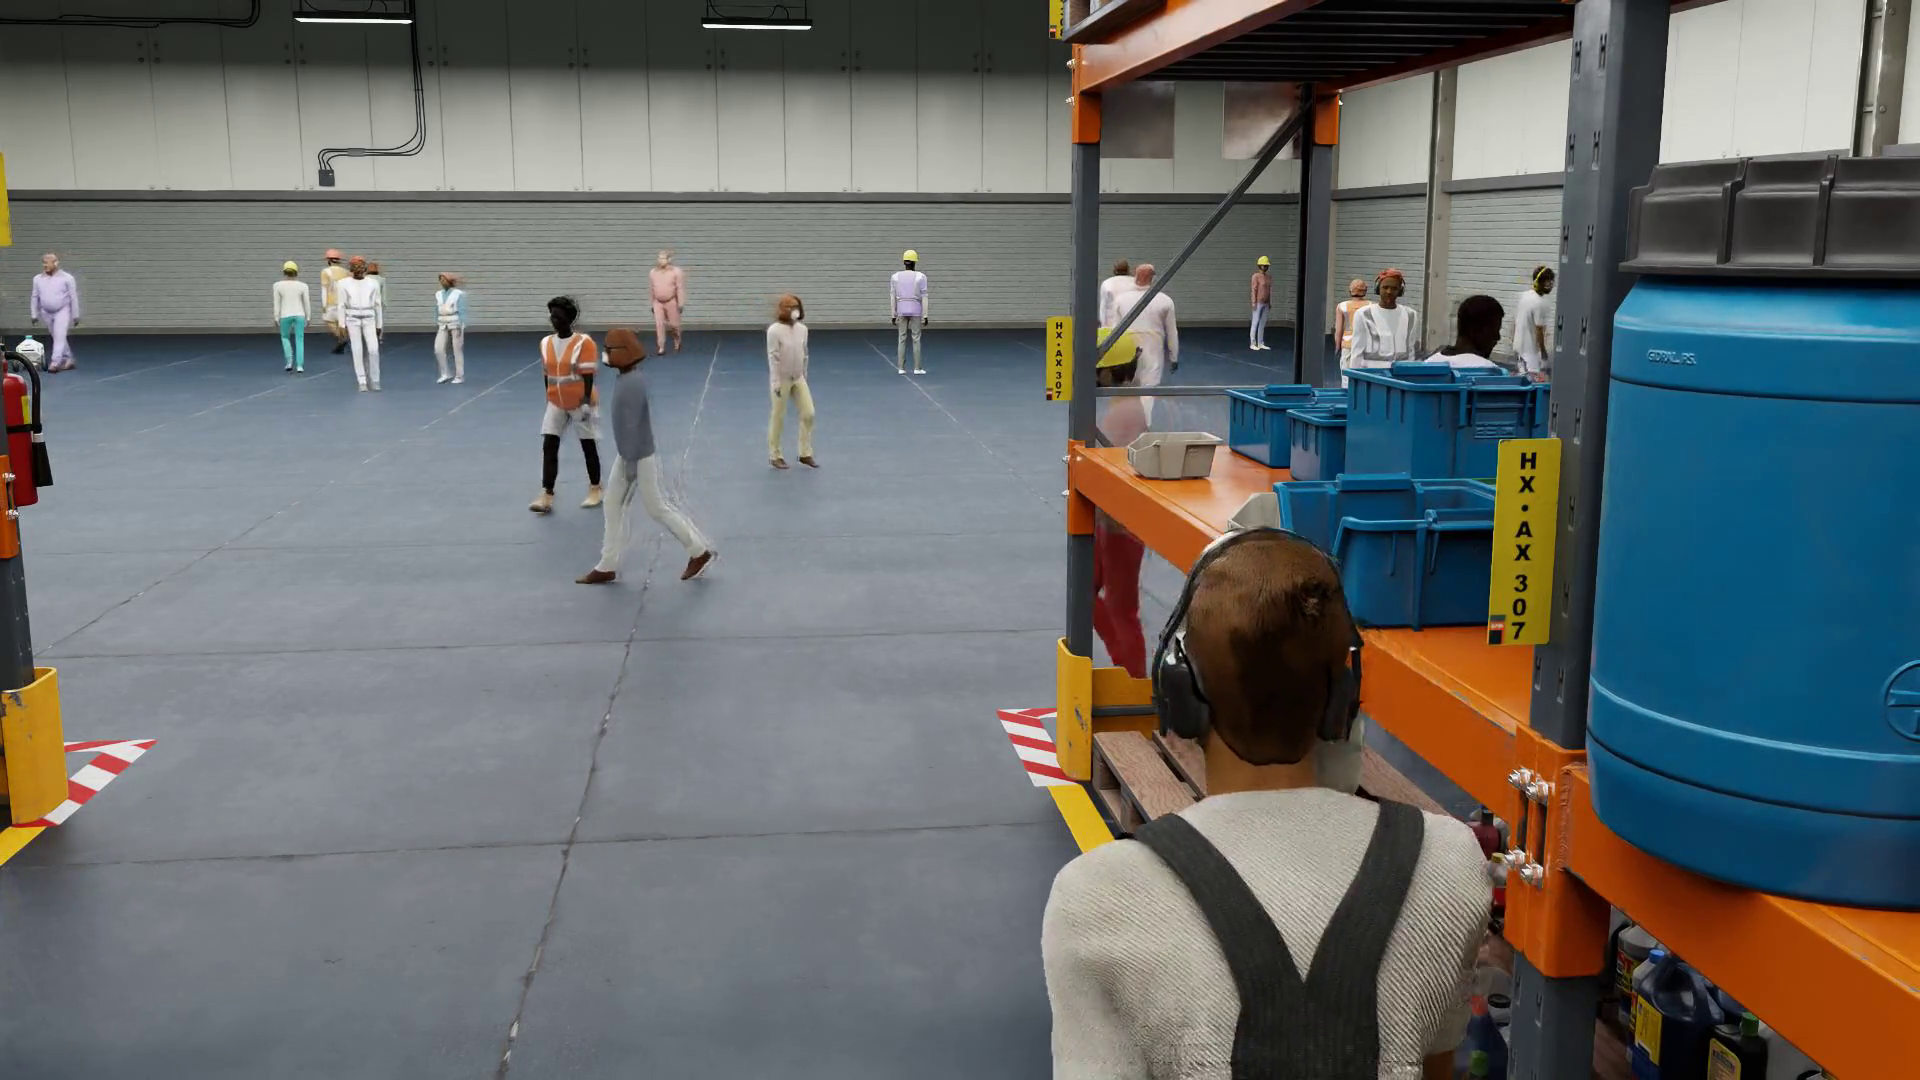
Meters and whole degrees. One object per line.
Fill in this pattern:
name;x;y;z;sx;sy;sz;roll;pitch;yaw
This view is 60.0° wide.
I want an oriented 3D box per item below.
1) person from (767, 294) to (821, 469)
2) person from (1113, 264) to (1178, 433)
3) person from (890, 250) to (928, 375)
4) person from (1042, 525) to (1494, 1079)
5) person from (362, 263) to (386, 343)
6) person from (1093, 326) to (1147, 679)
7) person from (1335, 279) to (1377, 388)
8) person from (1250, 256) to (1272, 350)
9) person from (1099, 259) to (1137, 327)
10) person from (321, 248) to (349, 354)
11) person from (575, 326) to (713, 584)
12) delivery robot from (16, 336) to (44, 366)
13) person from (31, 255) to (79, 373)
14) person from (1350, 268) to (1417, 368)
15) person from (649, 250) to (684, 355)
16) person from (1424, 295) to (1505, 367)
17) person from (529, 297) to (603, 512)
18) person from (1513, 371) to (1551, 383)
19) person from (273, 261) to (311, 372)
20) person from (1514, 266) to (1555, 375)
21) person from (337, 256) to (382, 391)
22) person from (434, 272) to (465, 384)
person;-1.533;-1.431;15.198;0.515;1.616;0.611;-10;14;-43
person;1.899;-1.901;17.133;0.657;1.865;1.011;4;11;21
person;-0.778;-3.521;25.786;0.594;1.925;0.369;2;11;12
person;0.329;0.880;1.931;0.515;1.822;0.567;-1;10;-6
person;-11.868;-4.786;33.576;0.535;1.602;0.729;-9;13;-39
person;0.668;-0.056;7.275;0.409;1.742;0.518;1;10;5
person;4.681;-2.254;19.633;0.512;1.640;0.309;2;10;10
person;5.719;-4.476;31.466;0.534;1.767;0.319;-9;14;-41
person;2.290;-3.062;23.554;0.635;1.827;0.703;0;10;2
person;-11.332;-4.326;30.217;0.460;1.918;0.561;8;13;37
person;-1.943;-0.517;10.235;0.817;1.602;0.510;-4;11;-20
delivery robot;-14.828;-3.015;26.518;0.477;0.478;0.707;-5;11;-24
person;-14.370;-3.595;26.394;0.652;1.857;1.013;0;10;0
person;3.422;-1.249;13.452;0.583;1.881;0.337;-3;11;-16
person;-5.318;-4.312;30.225;0.643;1.891;0.724;1;10;7
person;2.470;-0.300;8.376;0.995;1.858;0.588;-2;11;-13
person;-3.067;-1.035;12.877;0.548;1.663;0.801;4;11;19
person;2.205;0.095;6.843;0.504;1.604;0.789;-2;11;-11
person;-10.566;-3.531;26.337;0.546;1.742;0.658;-5;11;-24
person;5.977;-1.945;17.436;0.349;1.833;0.652;0;10;-2
person;-8.244;-2.963;22.896;0.586;1.868;0.585;-5;11;-24
person;-7.414;-3.059;24.102;0.517;1.623;0.496;4;11;19
